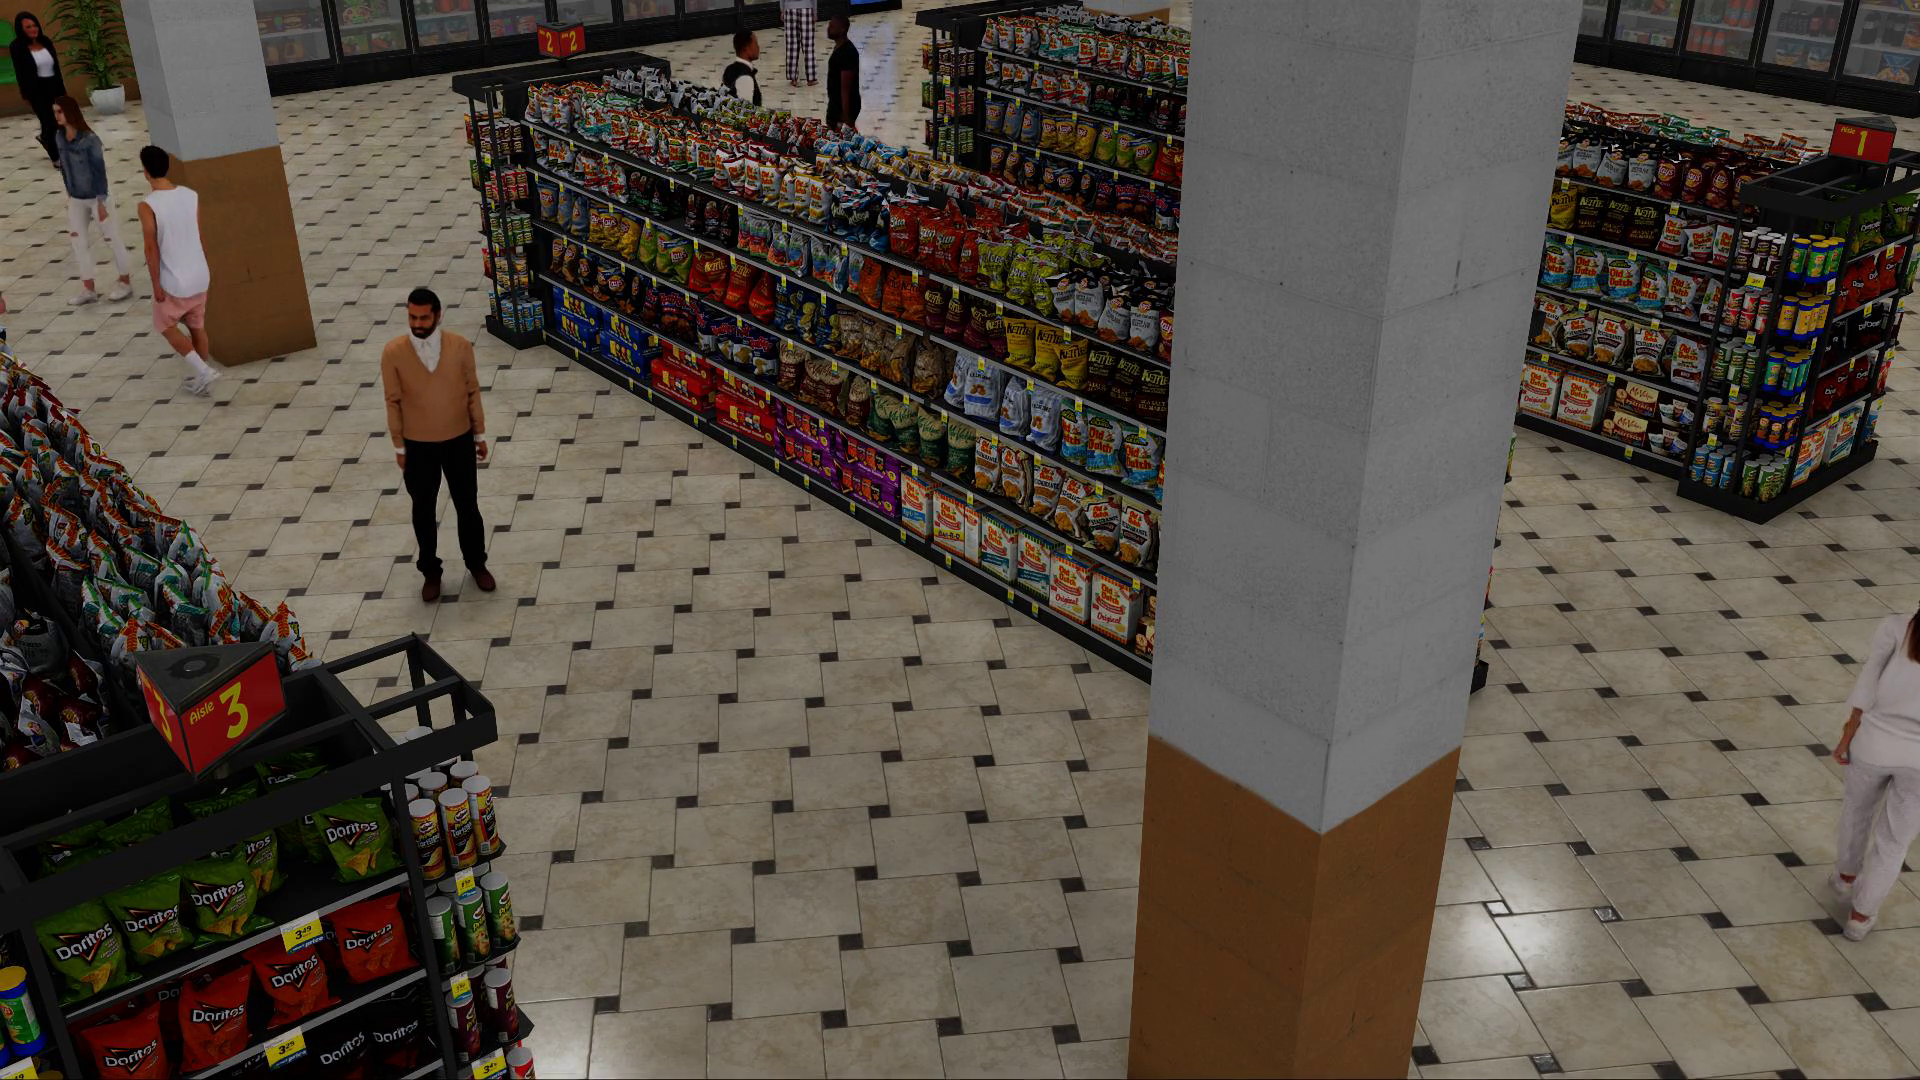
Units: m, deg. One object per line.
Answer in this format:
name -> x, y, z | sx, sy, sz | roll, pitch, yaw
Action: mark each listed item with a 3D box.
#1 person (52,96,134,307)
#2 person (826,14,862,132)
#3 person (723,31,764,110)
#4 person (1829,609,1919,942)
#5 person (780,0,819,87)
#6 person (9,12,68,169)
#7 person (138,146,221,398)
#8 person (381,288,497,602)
person -> -7.016, -2.781, 13.559 | 0.882, 1.688, 0.919 | 7, 28, 14
person -> -1.049, -4.178, 16.189 | 1.003, 1.800, 1.081 | -6, 28, -13
person -> -2.013, -3.544, 14.836 | 0.919, 1.893, 1.082 | -12, 29, -22
person -> 3.633, 0.844, 6.423 | 0.650, 1.677, 0.761 | 18, 32, 31
person -> -2.057, -6.751, 21.211 | 0.699, 1.847, 0.756 | 2, 27, 4
person -> -9.704, -4.732, 17.501 | 0.921, 1.603, 0.824 | 12, 29, 23
person -> -5.370, -1.818, 11.572 | 0.849, 1.768, 0.770 | 14, 30, 26
person -> -2.841, -0.536, 9.061 | 0.724, 1.752, 0.694 | -11, 29, -20
